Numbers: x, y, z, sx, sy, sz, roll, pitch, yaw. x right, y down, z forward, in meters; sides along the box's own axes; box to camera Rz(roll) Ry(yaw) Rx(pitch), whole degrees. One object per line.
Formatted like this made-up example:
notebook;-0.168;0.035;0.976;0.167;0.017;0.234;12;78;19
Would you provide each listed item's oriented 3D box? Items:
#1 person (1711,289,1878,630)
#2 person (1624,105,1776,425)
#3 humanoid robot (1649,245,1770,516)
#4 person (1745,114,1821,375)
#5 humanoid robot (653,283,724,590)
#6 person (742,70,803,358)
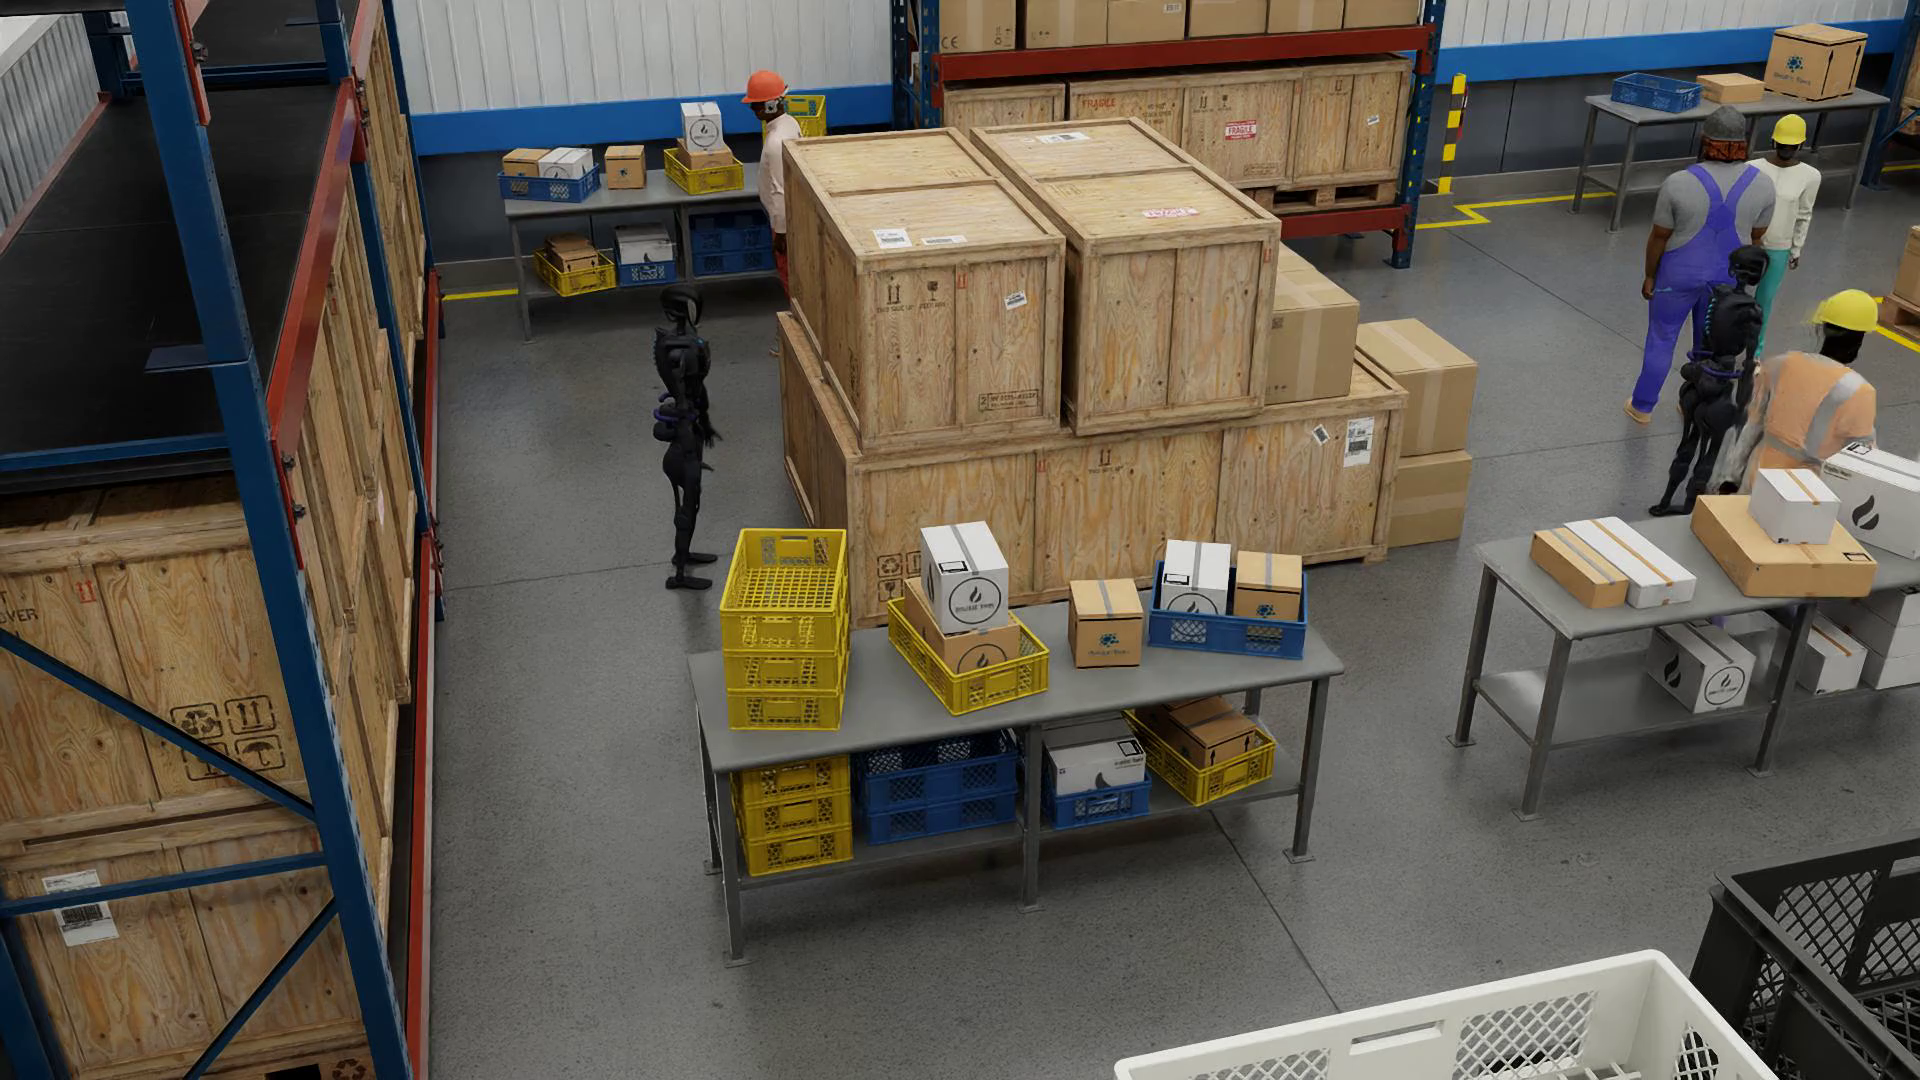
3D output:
person;3.985;-0.289;7.991;1.035;1.865;0.589;-7;30;-12
person;4.589;-1.701;10.369;0.680;2.000;0.536;4;29;7
humanoid robot;4.155;-0.818;9.137;0.325;1.651;0.570;-1;29;-3
person;5.369;-1.968;11.135;0.524;1.768;0.307;8;30;15
humanoid robot;-1.419;-0.543;8.643;0.336;1.649;0.571;0;29;0
person;-1.227;-2.213;11.372;0.430;1.977;0.600;1;29;2
